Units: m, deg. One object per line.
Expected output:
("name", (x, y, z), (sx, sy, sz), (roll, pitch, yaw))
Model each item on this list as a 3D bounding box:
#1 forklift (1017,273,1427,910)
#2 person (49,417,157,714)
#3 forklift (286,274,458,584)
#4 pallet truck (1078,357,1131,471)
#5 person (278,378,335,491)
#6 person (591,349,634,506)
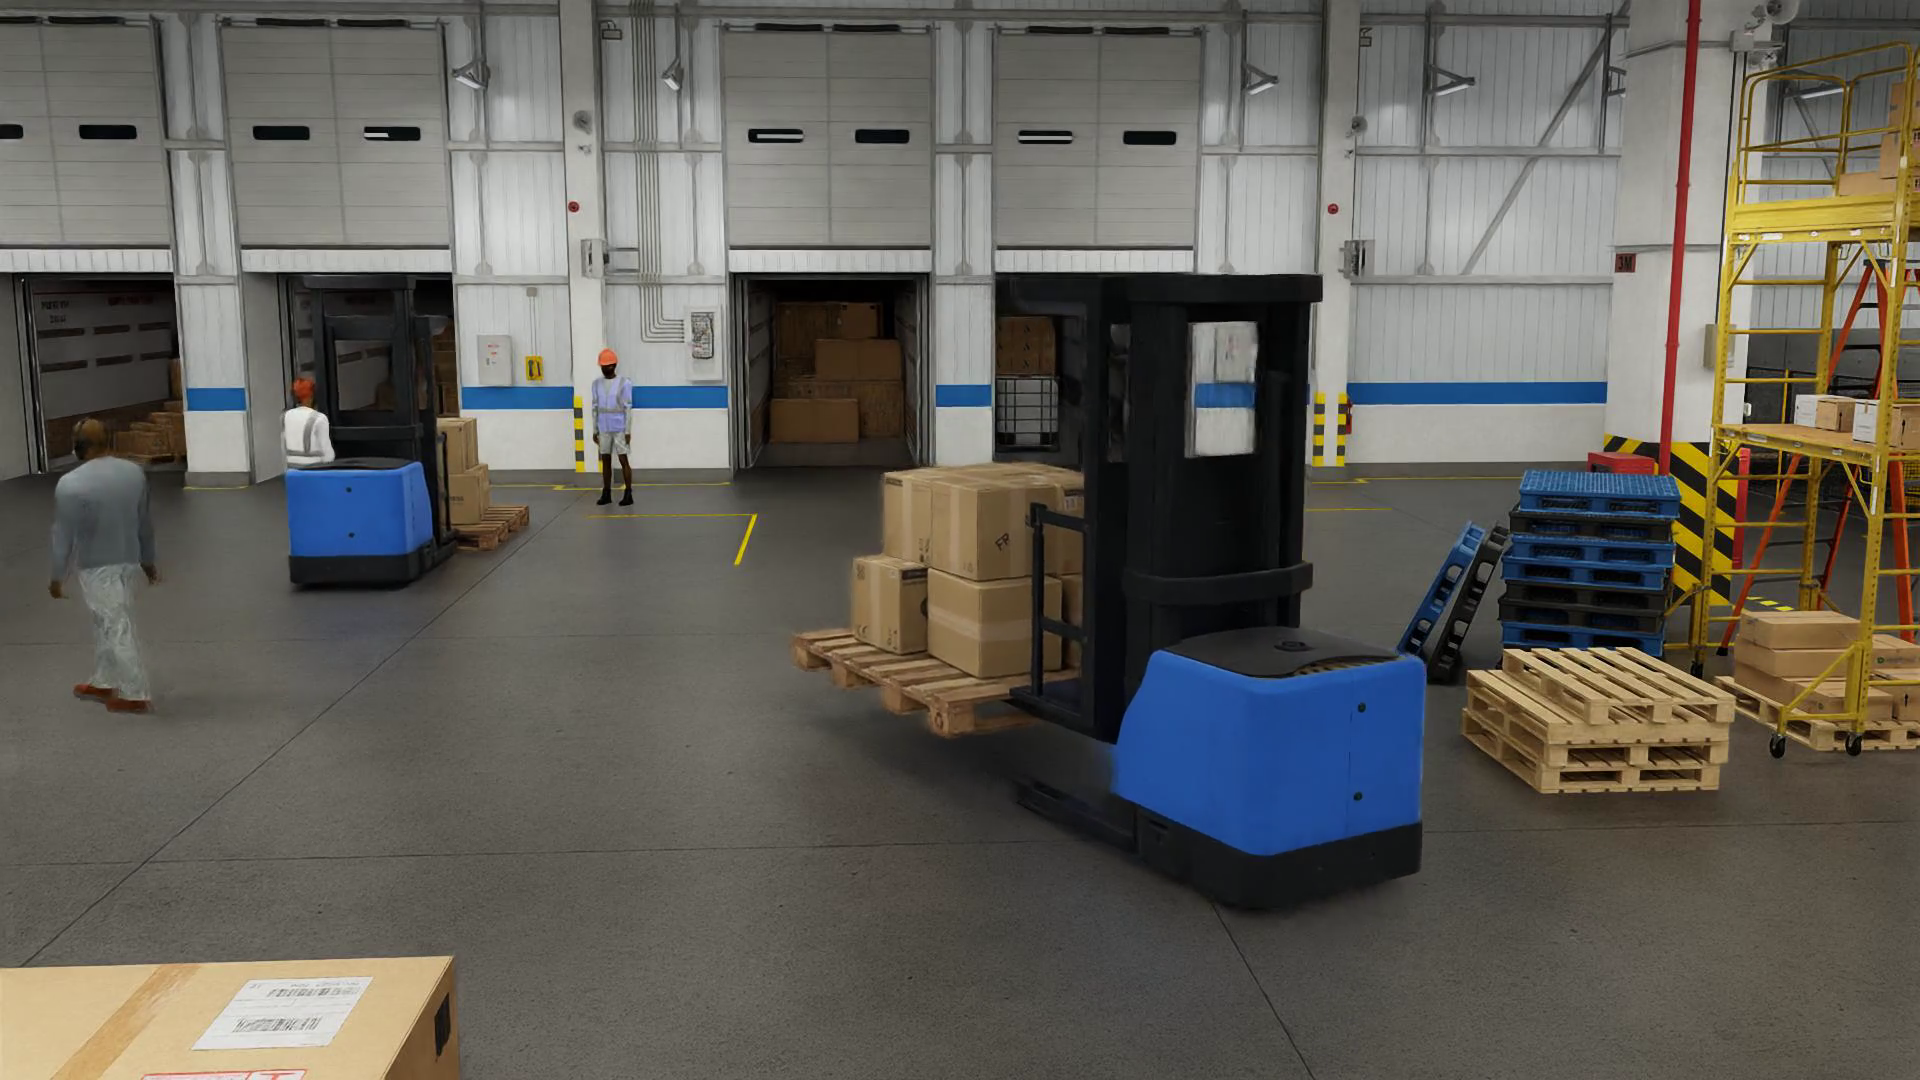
("forklift", (1.254, 0.116, 8.016), (1.129, 2.768, 1.873), (-5, 10, -30))
("person", (-5.601, 0.169, 10.703), (0.832, 1.910, 0.662), (3, 9, 17))
("forklift", (-5.550, -1.092, 15.605), (1.129, 2.768, 1.873), (-1, 9, -4))
("pallet truck", (2.088, -0.836, 16.757), (1.885, 1.965, 0.823), (2, 9, 13))
("person", (-6.057, -0.567, 15.488), (0.671, 1.871, 0.357), (5, 10, 26))
("person", (-4.263, -1.372, 20.358), (0.545, 1.927, 0.392), (3, 9, 16))
